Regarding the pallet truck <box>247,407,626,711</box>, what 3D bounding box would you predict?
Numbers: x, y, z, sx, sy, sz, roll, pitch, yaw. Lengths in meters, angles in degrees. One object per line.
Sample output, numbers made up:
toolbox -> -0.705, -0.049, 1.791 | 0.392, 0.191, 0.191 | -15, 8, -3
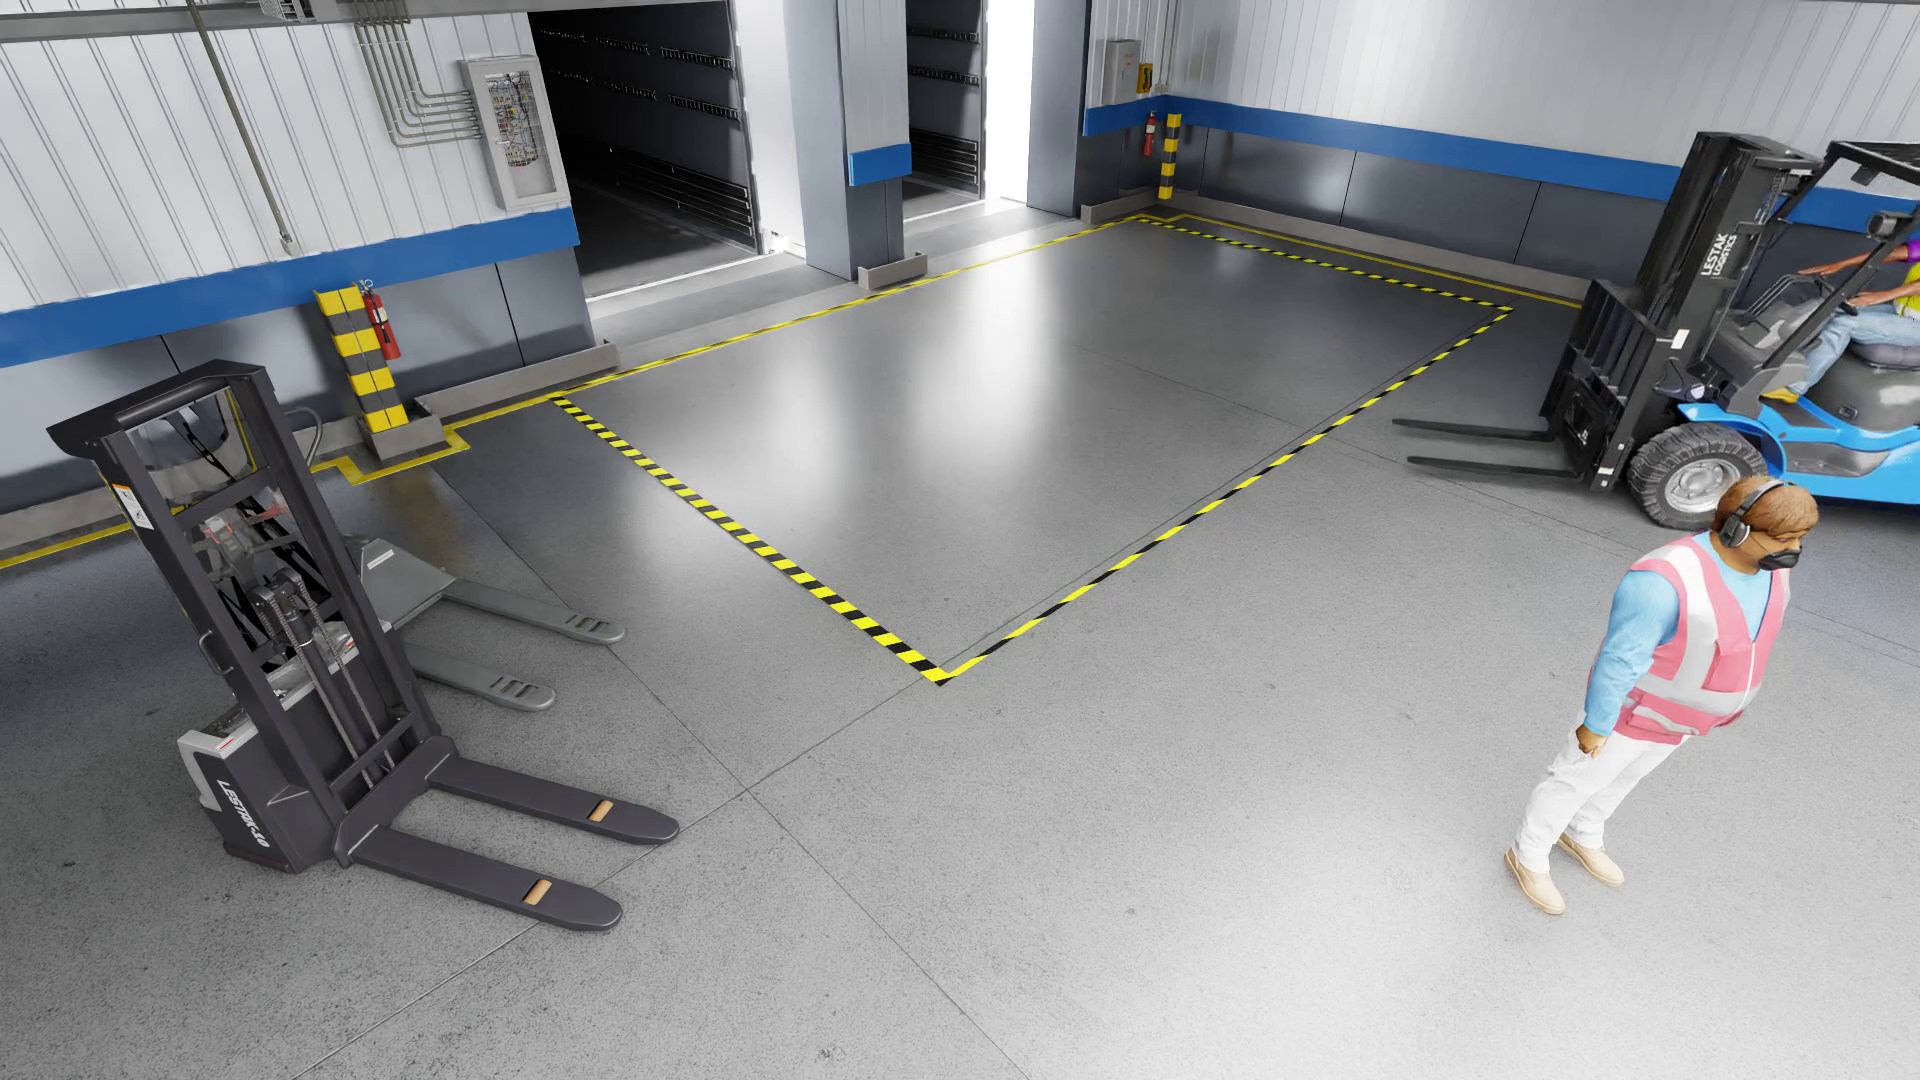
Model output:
pallet truck -> -2.628, 0.038, 4.590 | 1.601, 1.201, 0.680 | 12, 36, 18

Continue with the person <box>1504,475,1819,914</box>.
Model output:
person -> 2.454, 0.591, 3.242 | 0.619, 1.845, 0.430 | -11, 36, -16

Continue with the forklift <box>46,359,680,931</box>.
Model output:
forklift -> -2.135, 0.422, 3.354 | 1.885, 1.965, 0.823 | 10, 35, 14

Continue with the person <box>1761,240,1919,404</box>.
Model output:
person -> 5.409, -1.439, 5.442 | 1.004, 1.294, 0.635 | 7, 35, 10

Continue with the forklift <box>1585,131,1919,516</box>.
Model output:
forklift -> 5.466, -1.273, 5.530 | 2.680, 2.036, 1.157 | 7, 35, 10
